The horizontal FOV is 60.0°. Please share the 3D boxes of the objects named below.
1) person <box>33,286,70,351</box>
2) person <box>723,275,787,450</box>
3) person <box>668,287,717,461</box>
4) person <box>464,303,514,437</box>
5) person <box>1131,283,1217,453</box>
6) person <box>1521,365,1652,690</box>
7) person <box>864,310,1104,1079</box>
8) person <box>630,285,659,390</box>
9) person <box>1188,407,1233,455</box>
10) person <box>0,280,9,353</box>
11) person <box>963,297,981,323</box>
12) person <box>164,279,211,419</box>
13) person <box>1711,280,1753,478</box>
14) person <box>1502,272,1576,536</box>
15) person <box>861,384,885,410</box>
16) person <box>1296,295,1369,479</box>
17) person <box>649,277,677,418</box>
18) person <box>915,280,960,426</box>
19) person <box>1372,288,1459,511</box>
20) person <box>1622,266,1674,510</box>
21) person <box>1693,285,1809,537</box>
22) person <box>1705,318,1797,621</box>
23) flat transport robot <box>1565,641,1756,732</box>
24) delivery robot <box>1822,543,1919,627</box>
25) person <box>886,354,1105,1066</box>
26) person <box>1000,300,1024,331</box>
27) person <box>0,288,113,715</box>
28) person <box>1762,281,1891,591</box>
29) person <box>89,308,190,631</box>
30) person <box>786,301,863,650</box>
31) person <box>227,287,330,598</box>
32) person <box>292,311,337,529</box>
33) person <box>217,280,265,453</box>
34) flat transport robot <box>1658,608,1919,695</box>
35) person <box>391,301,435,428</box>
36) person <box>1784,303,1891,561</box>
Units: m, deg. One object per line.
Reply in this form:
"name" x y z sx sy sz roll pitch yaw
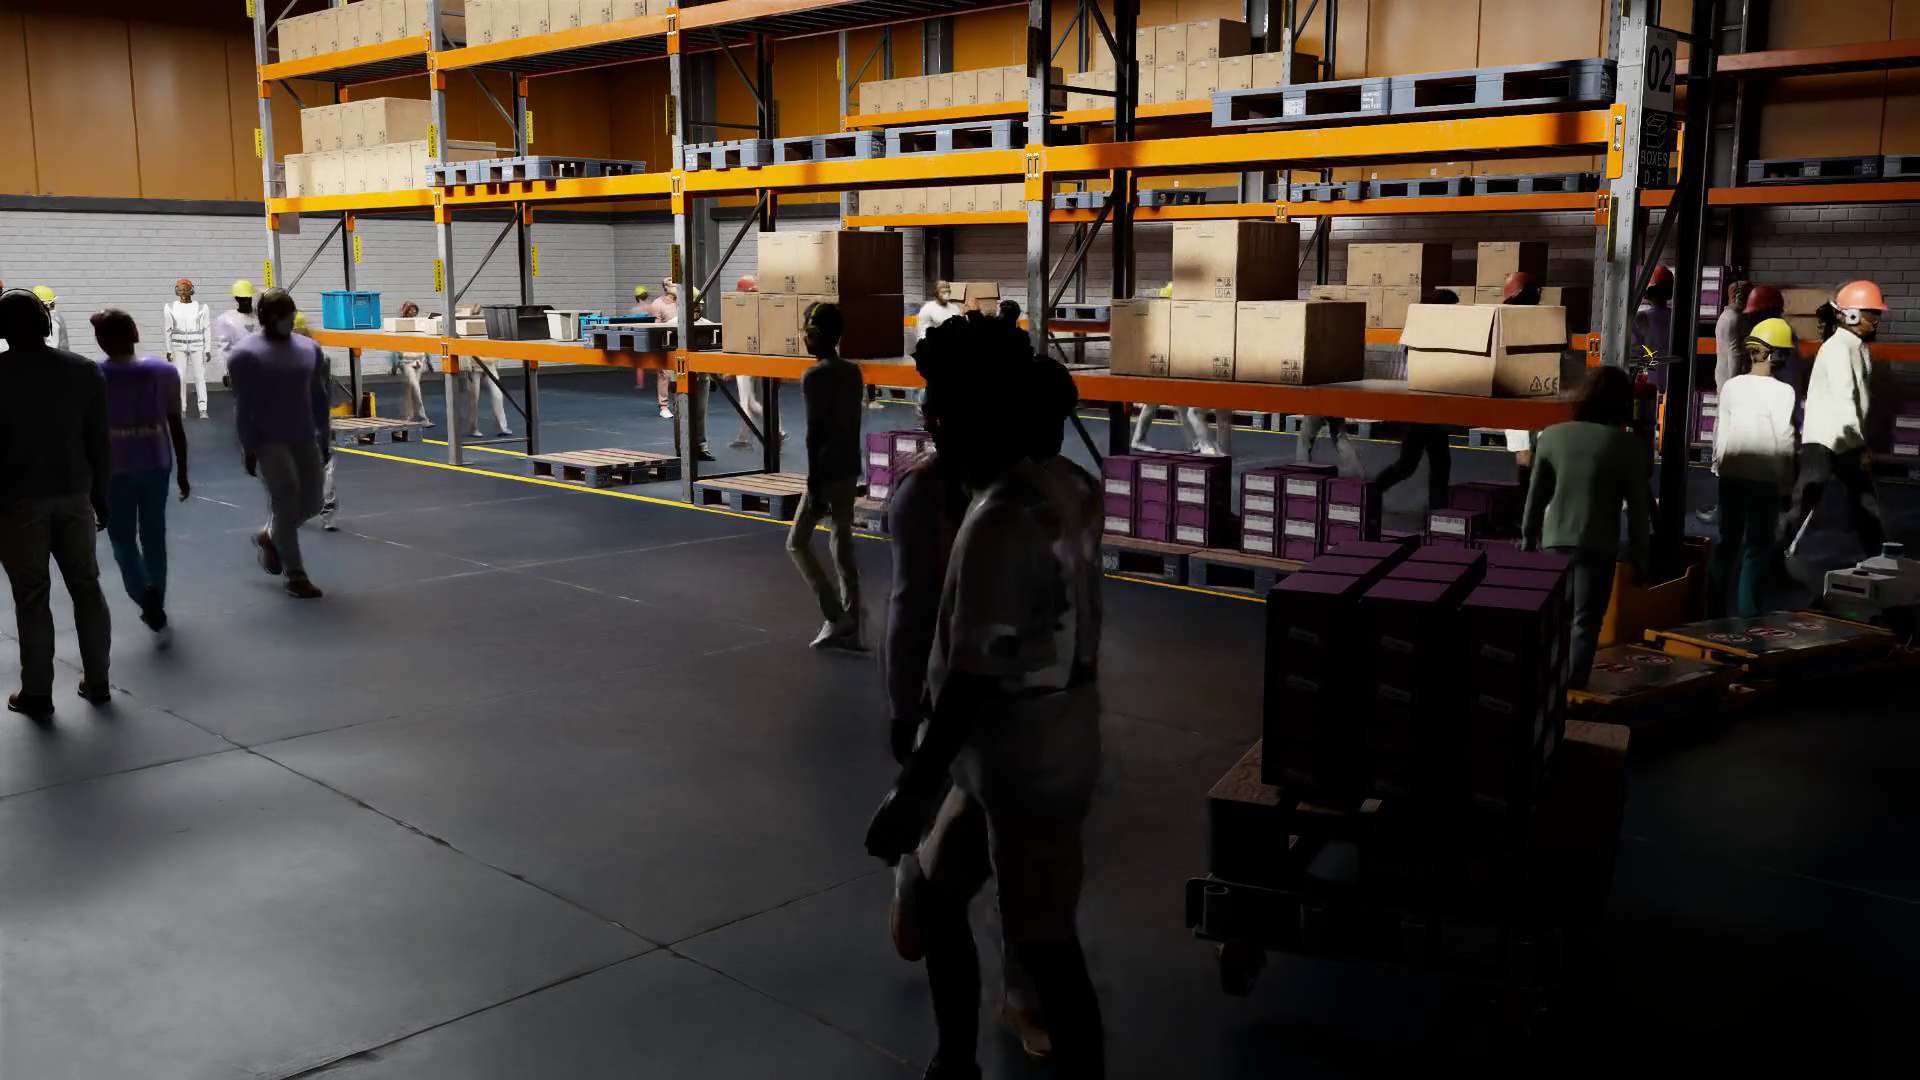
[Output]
"person" -10.684 -2.067 19.555 0.403 1.825 0.596 -4 10 -24
"person" -2.252 -1.929 18.289 0.918 1.967 0.607 6 11 33
"person" -2.791 -1.718 17.386 0.586 1.833 0.403 -9 13 -44
"person" -5.665 -2.016 19.889 0.754 1.608 0.541 7 12 38
"person" 2.330 -1.873 18.207 1.006 1.868 0.611 4 10 25
"person" 2.695 0.056 7.193 0.403 1.608 0.527 -8 12 -40
"person" 0.024 0.484 3.572 0.739 1.926 0.604 0 9 2
"person" -5.231 -3.356 27.657 0.537 1.751 0.602 -8 12 -41
"person" 2.544 -1.574 16.515 0.638 1.825 0.456 -5 11 -30
"person" -12.866 -2.571 22.307 0.376 1.933 0.545 2 10 15
"person" 0.177 -2.573 23.260 0.499 1.628 0.277 -4 10 -22
"person" -10.420 -2.571 22.463 0.576 1.882 0.355 -3 10 -19
"person" 7.508 -1.547 16.096 0.410 1.913 0.643 3 10 19
"person" 4.324 -1.031 12.680 0.659 1.998 0.508 1 9 6
"person" -1.326 -2.714 23.906 0.533 1.697 0.319 9 13 43
"person" 3.164 -1.174 14.149 0.514 1.812 0.924 -7 12 -36
"person" -3.924 -2.629 22.725 0.409 1.913 0.650 6 11 35
"person" -0.277 -2.349 21.083 0.647 1.898 1.010 -6 11 -34
"person" 3.455 -0.969 12.633 0.887 1.882 0.605 6 11 34
"person" 5.768 -1.248 13.856 0.609 2.044 0.394 -1 9 -5
"person" 6.124 -0.994 12.751 0.583 1.881 0.945 -7 12 -37
"person" 4.336 -0.322 9.057 0.343 1.759 0.533 -2 10 -15
"flat transport robot" 2.886 0.678 7.467 1.431 0.197 0.652 -7 11 -35
"delivery robot" 4.968 0.257 8.891 0.707 0.478 0.477 -5 11 -28
"person" 0.069 0.408 4.449 0.658 1.813 0.760 -4 10 -22
"person" 0.531 -1.706 17.727 0.319 1.697 0.532 4 10 23
"person" -4.189 -0.171 7.590 0.372 1.934 0.627 8 12 39
"person" 5.490 -0.611 10.263 1.021 1.936 0.622 7 12 38
"person" -4.556 -0.373 9.210 0.586 1.818 0.718 -8 12 -39
"person" -0.689 -0.322 8.775 0.418 1.854 0.524 7 11 36
"person" -4.244 -0.607 10.342 0.680 1.918 0.636 7 11 35
"person" -5.145 -0.938 13.023 0.488 1.696 0.943 -6 11 -33
"person" -7.706 -1.864 18.076 0.615 1.896 0.808 -7 12 -38
"flat transport robot" 4.077 0.543 8.295 1.431 0.197 0.652 -5 10 -27
"person" -6.835 -2.196 20.980 0.780 1.594 0.549 5 10 28
"person" 5.962 -0.713 11.307 0.563 1.798 1.011 -4 10 -23
